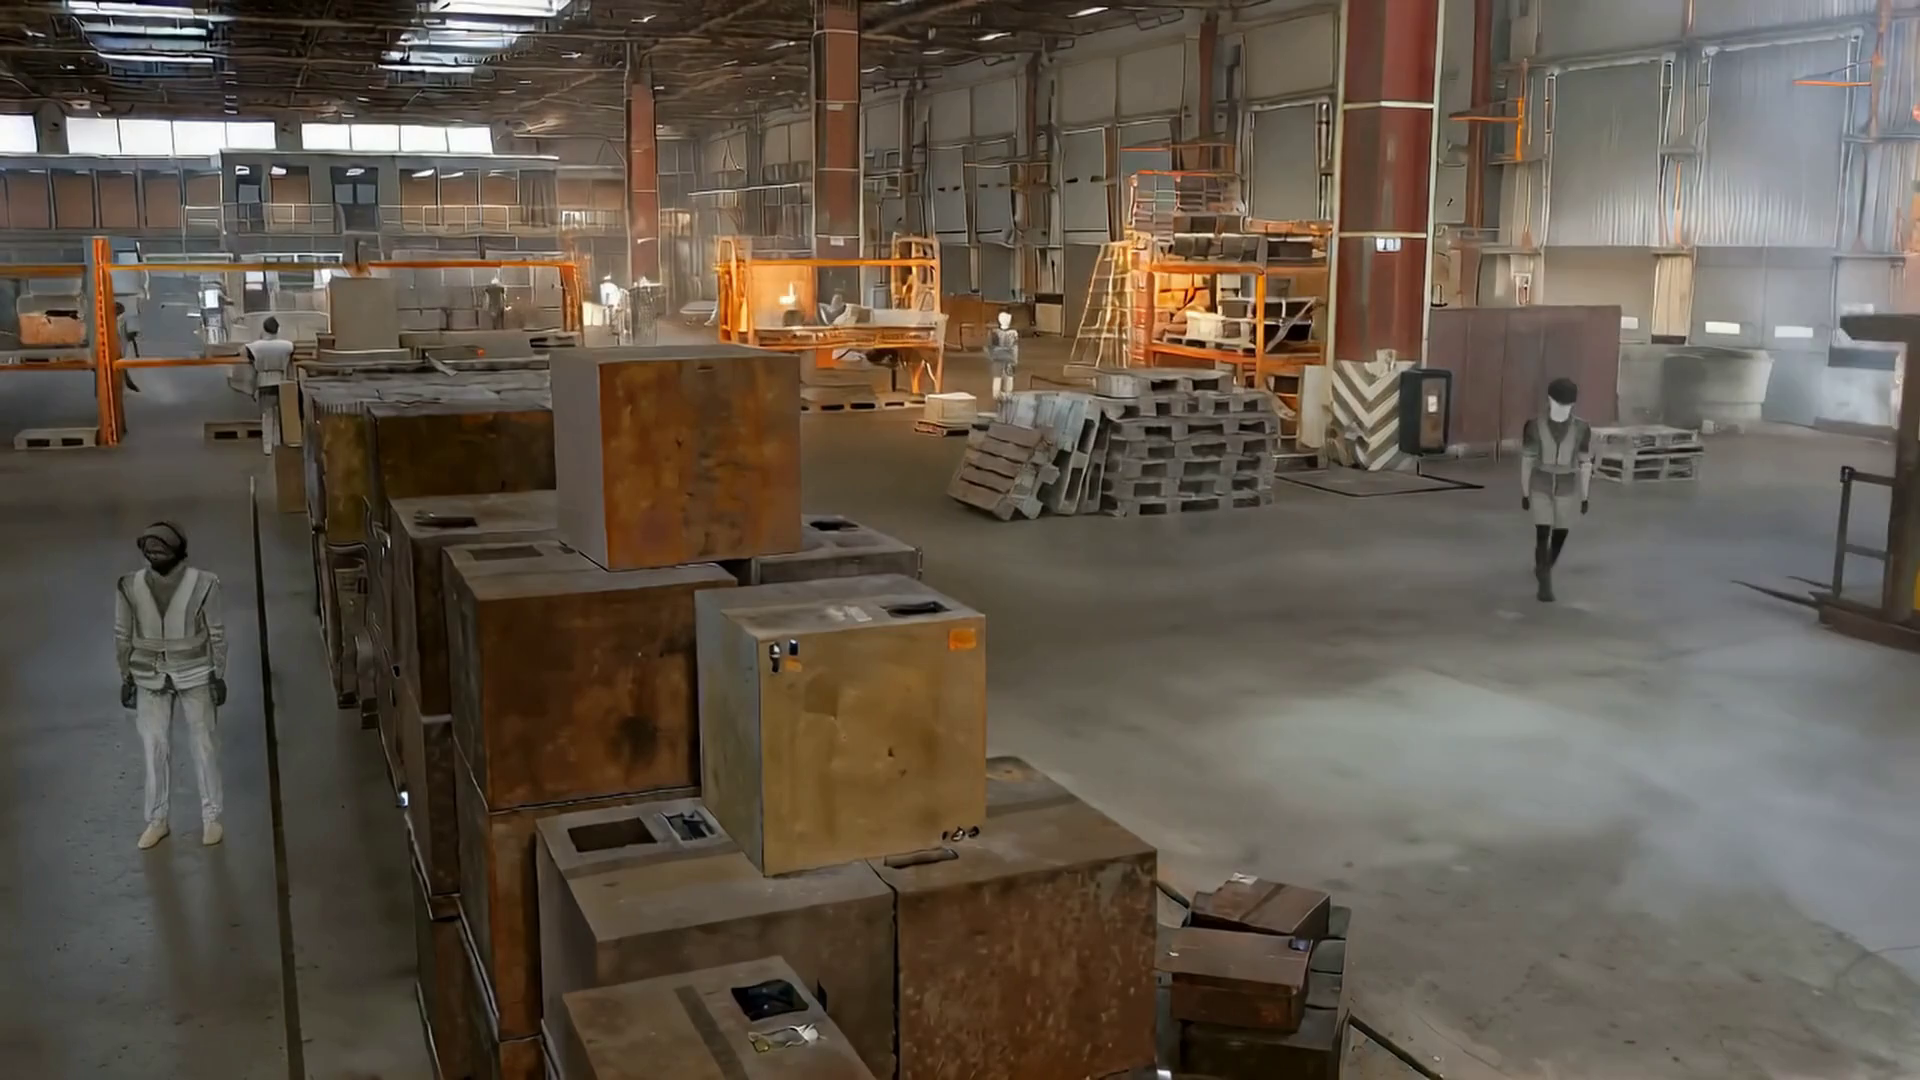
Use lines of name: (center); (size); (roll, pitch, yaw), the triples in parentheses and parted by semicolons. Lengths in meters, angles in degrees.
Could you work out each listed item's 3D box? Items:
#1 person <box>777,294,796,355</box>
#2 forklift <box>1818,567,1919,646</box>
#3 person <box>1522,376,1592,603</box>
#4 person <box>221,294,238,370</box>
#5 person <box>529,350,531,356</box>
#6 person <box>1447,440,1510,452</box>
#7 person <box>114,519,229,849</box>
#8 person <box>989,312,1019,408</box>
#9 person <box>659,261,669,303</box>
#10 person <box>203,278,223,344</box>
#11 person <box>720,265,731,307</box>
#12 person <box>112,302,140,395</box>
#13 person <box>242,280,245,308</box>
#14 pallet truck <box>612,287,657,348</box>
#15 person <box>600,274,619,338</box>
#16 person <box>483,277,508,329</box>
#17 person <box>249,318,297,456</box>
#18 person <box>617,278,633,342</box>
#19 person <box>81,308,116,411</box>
person: (-3.440, -3.988, 33.408); (0.430, 1.890, 0.639); (1, 10, 4)
forklift: (7.454, -0.588, 11.927); (1.129, 2.768, 1.873); (-3, 11, -16)
person: (4.957, -0.448, 13.901); (0.553, 1.900, 0.732); (2, 11, 12)
person: (-16.698, -4.751, 38.006); (0.320, 1.742, 0.492); (2, 11, 13)
person: (-4.653, -1.196, 18.184); (0.992, 1.841, 0.580); (-5, 11, -24)
person: (7.396, -2.177, 23.475); (1.009, 1.884, 0.545); (-2, 11, -12)
person: (-3.882, 0.705, 8.223); (0.514, 1.640, 0.310); (-2, 10, -11)
person: (0.776, -3.197, 29.562); (0.535, 1.700, 0.318); (2, 10, 8)
person: (-13.219, -11.385, 73.916); (0.614, 1.984, 0.409); (-3, 11, -14)
person: (-20.167, -6.082, 44.808); (0.551, 1.935, 0.375); (-6, 12, -30)
person: (-10.221, -11.073, 72.418); (0.593, 1.905, 0.682); (4, 11, 22)
person: (-16.097, -3.671, 31.933); (0.535, 1.798, 0.980); (1, 10, 6)
person: (-28.779, -9.925, 66.881); (0.328, 1.608, 0.525); (-2, 11, -13)
pallet truck: (-6.464, -4.406, 35.401); (0.823, 1.965, 1.885); (6, 12, 32)
person: (-10.539, -7.028, 50.026); (0.604, 1.936, 0.411); (-7, 12, -34)
person: (-13.349, -6.617, 47.833); (0.711, 1.906, 0.523); (-4, 11, -23)
person: (-9.462, -2.102, 22.962); (0.591, 1.909, 0.409); (-6, 12, -30)
person: (-9.722, -6.662, 48.267); (0.633, 1.843, 0.429); (6, 12, 32)
person: (-15.096, -3.188, 29.196); (0.520, 1.815, 1.010); (-5, 11, -25)
